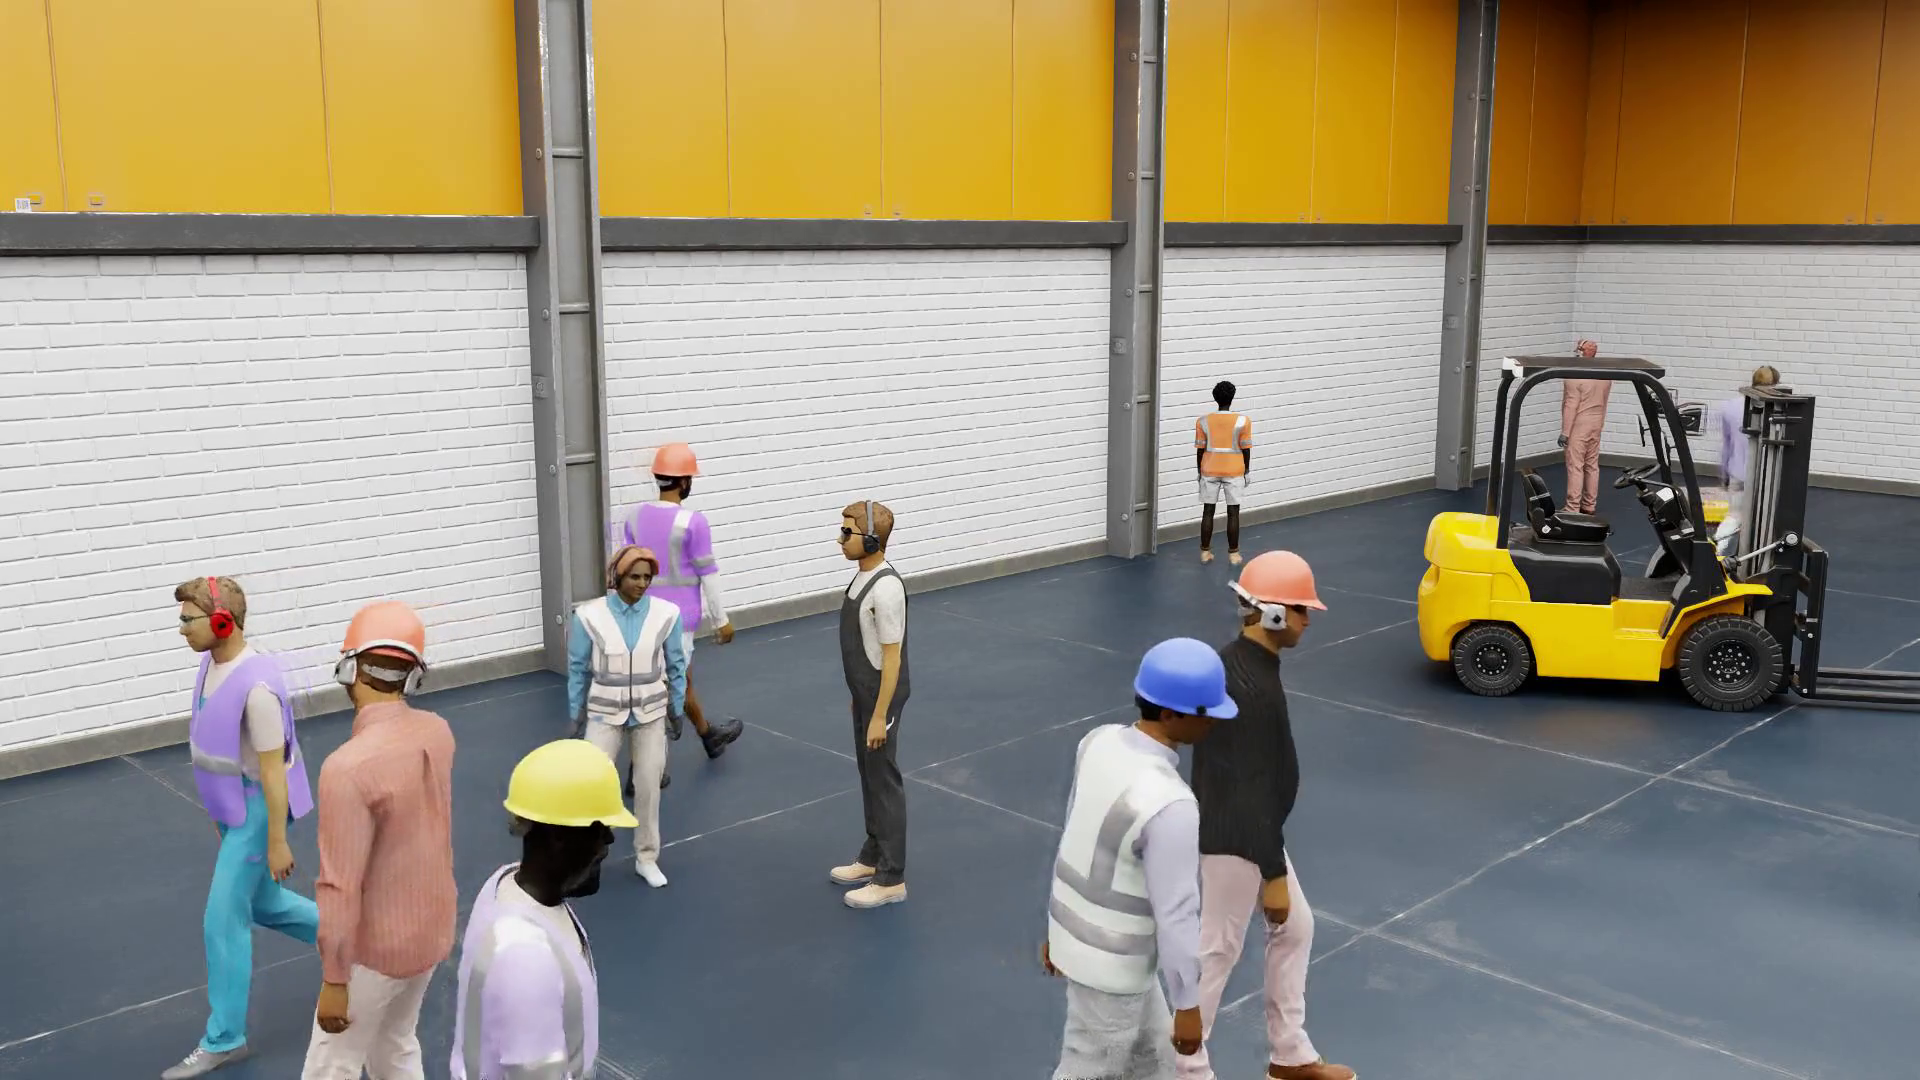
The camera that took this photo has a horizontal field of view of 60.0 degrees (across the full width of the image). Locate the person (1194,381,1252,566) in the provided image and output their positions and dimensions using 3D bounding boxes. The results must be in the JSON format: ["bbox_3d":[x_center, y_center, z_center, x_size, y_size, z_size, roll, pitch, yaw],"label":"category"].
[{"bbox_3d":[2.402,-0.607,15.211,0.531,1.694,0.320,4,11,22],"label":"person"}]

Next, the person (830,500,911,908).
[{"bbox_3d":[-0.401,0.730,7.498,0.345,1.847,0.504,-3,11,-14],"label":"person"}]

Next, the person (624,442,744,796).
[{"bbox_3d":[-1.530,0.403,9.163,0.549,1.878,0.996,7,13,35],"label":"person"}]

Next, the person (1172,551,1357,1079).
[{"bbox_3d":[1.079,1.014,5.631,0.832,1.955,0.666,2,10,8],"label":"person"}]

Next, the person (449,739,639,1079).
[{"bbox_3d":[-0.950,1.391,3.734,0.533,1.897,0.639,-2,11,-9],"label":"person"}]

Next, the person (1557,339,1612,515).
[{"bbox_3d":[6.621,-1.182,17.755,0.640,1.909,0.409,-7,12,-33],"label":"person"}]

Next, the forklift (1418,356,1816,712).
[{"bbox_3d":[4.276,-0.101,11.076,2.313,2.155,1.214,2,11,13],"label":"forklift"}]

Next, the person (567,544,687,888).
[{"bbox_3d":[-1.528,0.813,7.640,0.541,1.624,0.366,-4,11,-20],"label":"person"}]

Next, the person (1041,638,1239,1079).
[{"bbox_3d":[0.519,1.199,4.818,0.876,1.887,0.612,-2,11,-10],"label":"person"}]

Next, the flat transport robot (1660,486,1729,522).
[{"bbox_3d":[8.073,-0.399,17.951,0.652,0.197,1.431,1,10,7],"label":"flat transport robot"}]

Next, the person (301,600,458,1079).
[{"bbox_3d":[-1.689,1.162,4.857,0.419,1.955,0.640,2,11,10],"label":"person"}]

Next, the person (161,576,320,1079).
[{"bbox_3d":[-2.553,1.004,6.130,0.830,1.815,0.580,-8,13,-38],"label":"person"}]

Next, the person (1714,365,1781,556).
[{"bbox_3d":[6.695,-0.521,14.096,0.669,1.925,0.642,-6,12,-30],"label":"person"}]
